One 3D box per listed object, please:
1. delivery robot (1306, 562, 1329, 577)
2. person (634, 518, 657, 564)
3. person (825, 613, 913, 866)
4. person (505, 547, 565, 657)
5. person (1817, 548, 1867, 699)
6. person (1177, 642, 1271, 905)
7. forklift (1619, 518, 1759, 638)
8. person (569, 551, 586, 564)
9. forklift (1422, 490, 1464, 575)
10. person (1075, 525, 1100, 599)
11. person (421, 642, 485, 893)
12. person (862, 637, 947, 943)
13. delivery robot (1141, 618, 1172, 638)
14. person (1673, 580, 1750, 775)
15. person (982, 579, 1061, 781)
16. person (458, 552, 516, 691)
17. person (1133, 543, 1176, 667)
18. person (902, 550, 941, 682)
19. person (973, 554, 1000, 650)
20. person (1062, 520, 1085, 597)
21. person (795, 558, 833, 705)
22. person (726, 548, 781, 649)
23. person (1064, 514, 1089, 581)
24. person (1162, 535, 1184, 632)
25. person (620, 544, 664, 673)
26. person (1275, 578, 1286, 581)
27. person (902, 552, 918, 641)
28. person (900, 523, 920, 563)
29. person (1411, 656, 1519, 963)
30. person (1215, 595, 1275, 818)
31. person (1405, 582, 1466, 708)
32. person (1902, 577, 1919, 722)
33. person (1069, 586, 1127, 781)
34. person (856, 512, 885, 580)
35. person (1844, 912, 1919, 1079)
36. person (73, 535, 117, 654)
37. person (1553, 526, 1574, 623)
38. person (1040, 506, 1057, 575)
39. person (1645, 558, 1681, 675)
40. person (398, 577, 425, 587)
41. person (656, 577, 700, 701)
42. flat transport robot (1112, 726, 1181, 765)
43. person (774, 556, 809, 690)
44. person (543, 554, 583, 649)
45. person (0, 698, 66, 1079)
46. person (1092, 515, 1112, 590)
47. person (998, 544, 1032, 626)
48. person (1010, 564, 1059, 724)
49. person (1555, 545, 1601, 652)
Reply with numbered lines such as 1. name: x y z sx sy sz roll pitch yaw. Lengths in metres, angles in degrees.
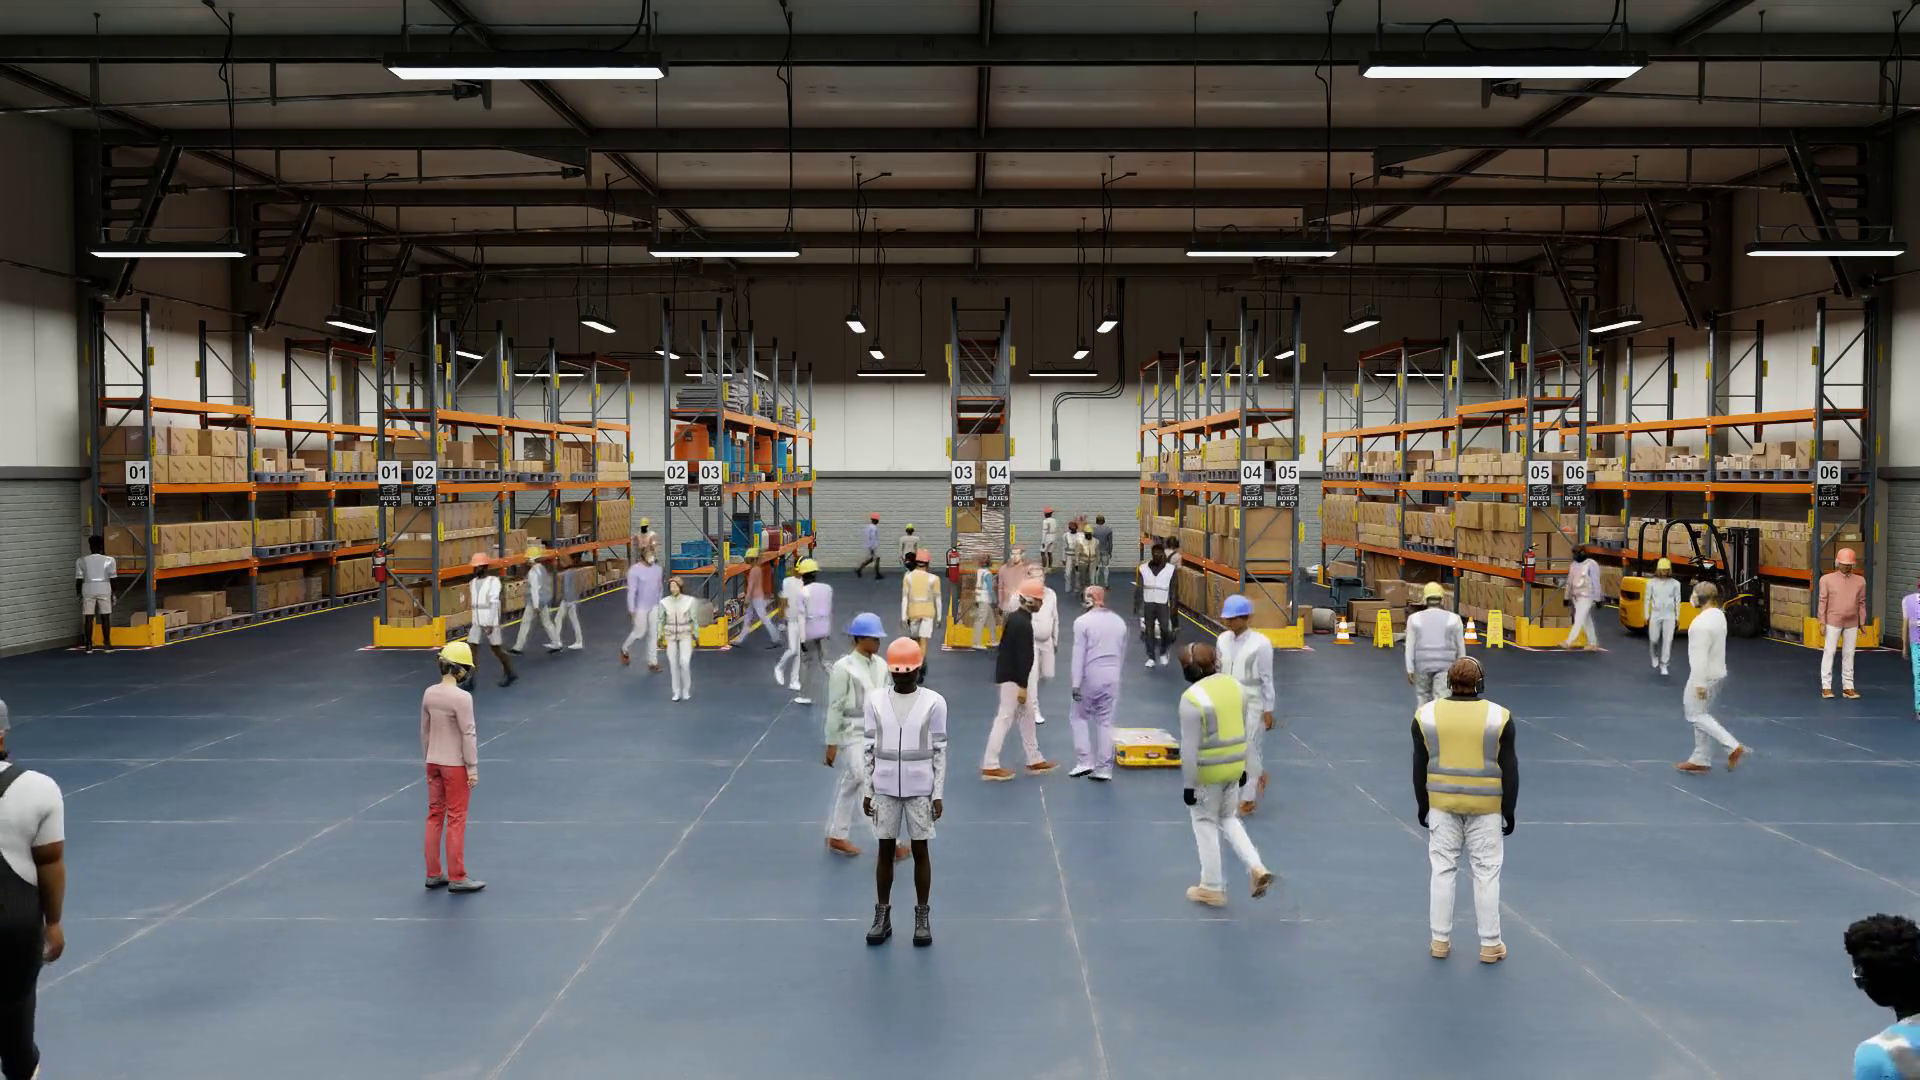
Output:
1. delivery robot: 9.941 0.856 44.619 0.707 0.478 0.477 0 2 1
2. person: -7.759 0.418 39.751 0.614 1.880 0.950 0 2 1
3. person: -0.659 1.504 12.259 1.010 1.892 0.640 1 3 32
4. person: -6.894 1.003 26.321 0.935 1.790 0.601 0 2 7
5. person: 11.672 1.101 21.350 0.609 1.985 0.392 0 2 5
6. person: 1.757 1.597 10.977 0.664 1.814 0.543 -2 3 -39
7. forklift: 13.417 0.684 29.791 2.313 2.155 1.214 0 2 0
8. person: -10.577 0.187 44.569 0.616 1.969 0.632 0 2 9
9. forklift: 13.926 -0.371 47.846 1.873 2.768 1.129 0 2 0
10. person: 3.015 0.536 38.211 0.599 1.793 0.948 0 2 -6
11. person: -3.609 1.606 11.505 0.531 1.757 0.337 2 3 36
12. person: -0.357 1.570 10.205 0.543 1.933 0.364 0 2 7
13. delivery robot: 3.466 1.495 28.545 0.477 0.478 0.707 -1 2 -15
14. person: 7.352 1.355 15.777 0.640 1.922 0.633 2 3 43
15. person: 0.622 1.354 15.665 0.877 1.936 0.642 0 2 -4
16. person: -6.537 1.108 22.287 0.543 1.903 0.963 1 2 23
17. person: 2.993 1.003 24.911 0.655 1.902 0.469 1 2 13
18. person: -0.543 1.080 23.285 0.551 1.877 1.036 0 2 12
19. person: 0.530 1.045 27.265 0.738 1.607 0.548 -1 2 -16
20. person: 2.748 0.460 39.037 0.595 1.854 0.801 0 2 11
21. person: -1.813 1.178 20.577 0.597 1.896 0.842 -2 3 -40
22. person: -3.485 0.994 27.433 0.958 1.710 0.536 0 2 1
23. person: 3.357 0.215 44.970 0.832 1.882 0.640 1 2 14
24. person: 3.936 0.819 30.313 0.565 1.832 0.600 1 3 29
25. person: -4.784 1.017 24.329 0.749 1.923 0.637 2 3 42
26. person: 8.815 0.232 44.727 0.447 1.866 0.638 0 2 -7
27. person: -0.780 1.044 26.372 0.317 1.695 0.540 -1 2 -23
28. person: -1.257 0.456 40.518 0.528 1.747 0.598 0 2 2
29. person: 3.089 1.628 9.871 0.626 1.844 0.429 1 3 25
30. person: 2.515 1.423 14.100 0.645 1.920 0.662 -2 3 -35
31. person: 5.123 1.352 17.388 0.610 1.784 0.903 1 2 19
32. person: 11.706 1.268 19.509 0.584 1.800 0.968 1 3 32
33. person: 1.314 1.385 15.630 0.675 1.869 0.536 -1 3 -32
34. person: -2.531 0.166 45.824 0.771 1.919 0.563 -1 2 -19
35. person: 2.776 1.914 4.649 0.580 1.672 0.369 -1 3 -28
36. person: -14.333 0.896 26.772 0.656 1.964 0.380 -1 3 -30
37. person: 12.135 0.690 32.293 0.549 1.936 0.376 0 2 1
38. person: 2.593 0.022 47.937 0.448 2.038 0.629 2 3 41
39. person: 10.444 1.118 23.990 0.502 1.727 0.478 1 2 19
40. person: -10.818 0.757 31.881 0.514 1.847 0.788 0 2 -7
41. person: -3.674 1.292 20.966 0.552 1.618 0.505 0 2 4
42. flat transport robot: 1.900 2.144 16.880 0.652 0.197 1.431 0 2 -3
43. person: -2.295 1.135 22.220 0.473 1.849 0.560 2 3 43
44. person: -6.748 1.049 27.374 0.750 1.603 0.523 0 2 -1
45. person: -4.397 1.655 7.246 0.697 2.000 1.002 -1 3 -25
46. person: 3.609 0.325 41.547 0.629 1.934 0.376 0 2 -2
47. person: 0.915 1.000 25.271 0.651 1.881 0.857 0 2 12
48. person: 0.878 1.226 19.417 0.646 1.895 0.622 -1 3 -30
49. person: 10.268 0.981 26.858 0.958 1.787 0.641 -1 2 -16
